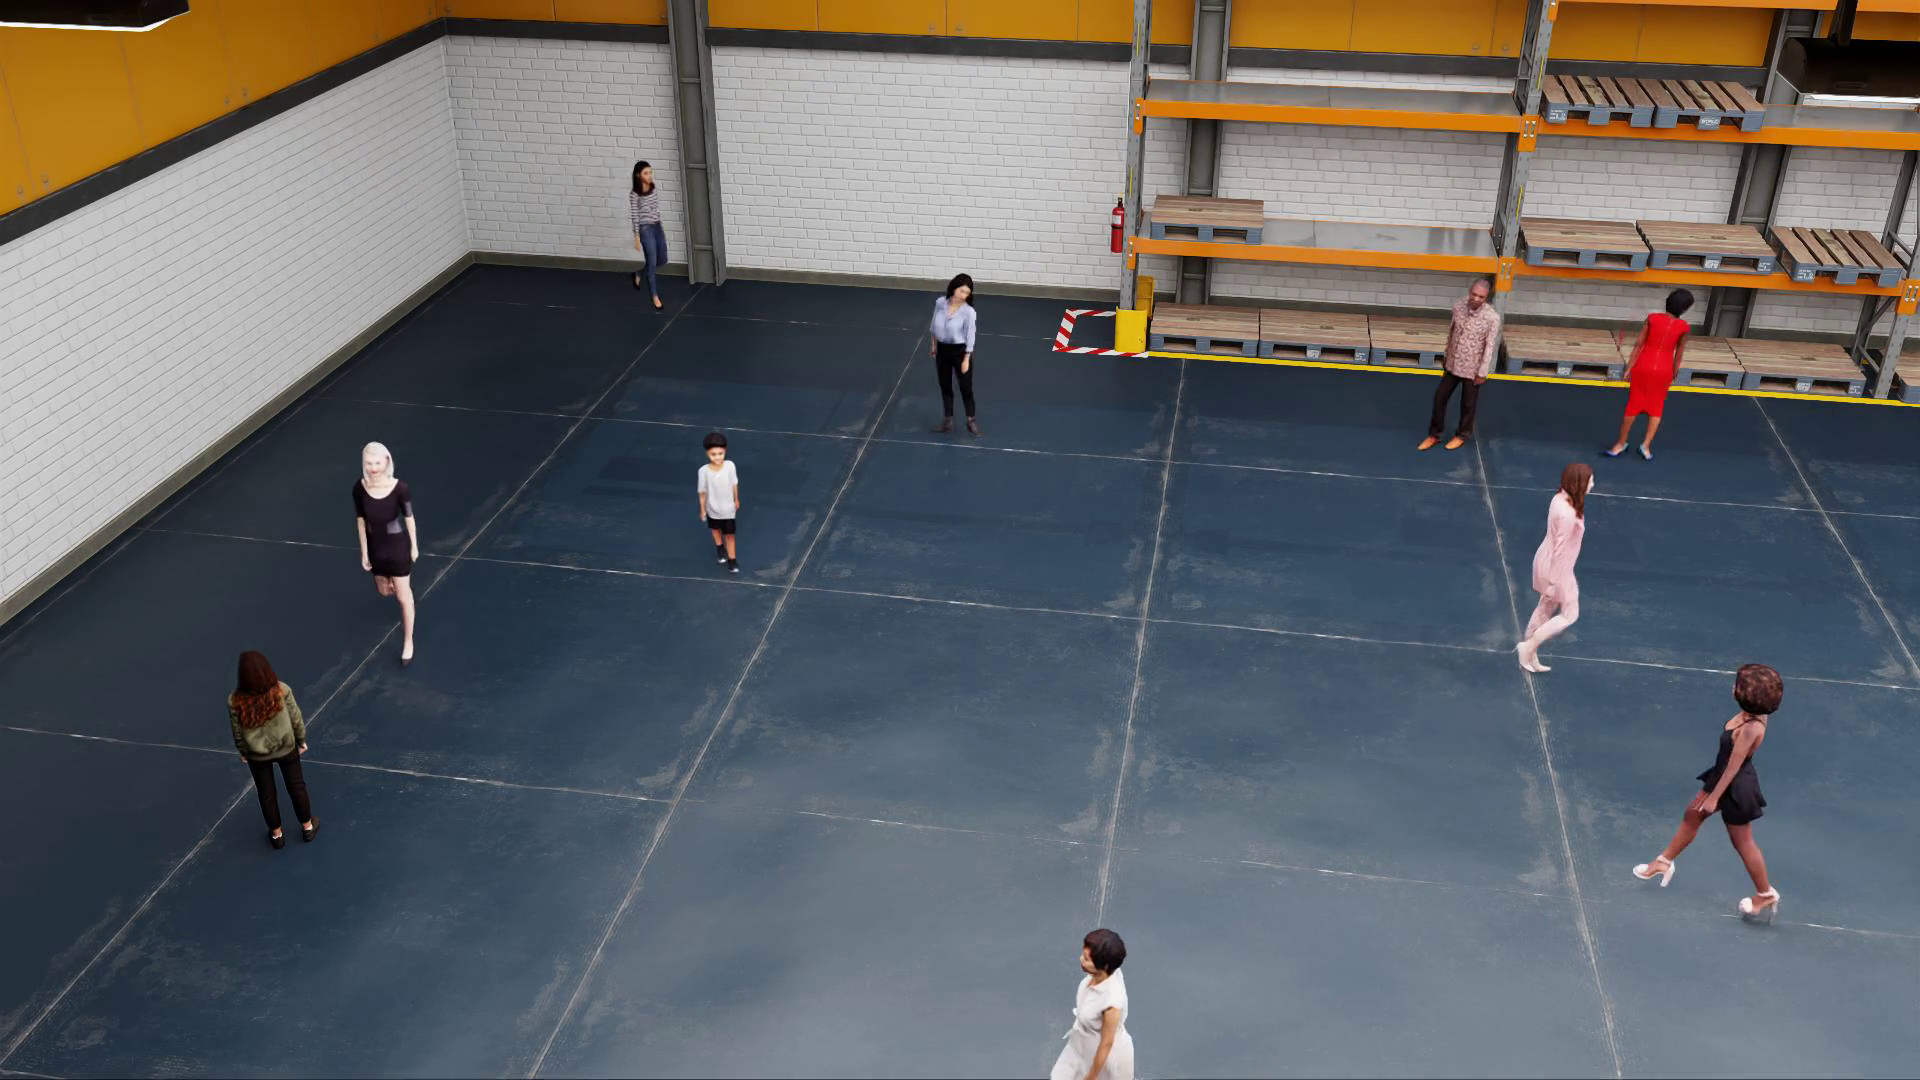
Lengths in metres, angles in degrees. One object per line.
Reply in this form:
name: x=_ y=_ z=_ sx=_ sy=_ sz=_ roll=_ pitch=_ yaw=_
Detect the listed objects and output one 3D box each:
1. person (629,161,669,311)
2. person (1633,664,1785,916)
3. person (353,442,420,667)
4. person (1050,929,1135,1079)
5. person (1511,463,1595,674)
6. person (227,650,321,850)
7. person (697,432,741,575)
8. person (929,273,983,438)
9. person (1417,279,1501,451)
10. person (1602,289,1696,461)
person: x=-3.707 y=-3.570 z=19.504 sx=0.861 sy=1.779 sz=0.743 roll=16 pitch=32 yaw=27
person: x=4.789 y=1.572 z=10.113 sx=1.132 sy=1.744 sz=0.776 roll=14 pitch=32 yaw=24
person: x=-4.392 y=0.043 z=12.845 sx=0.985 sy=1.812 sz=0.790 roll=-2 pitch=29 yaw=-3
person: x=0.805 y=2.599 z=8.465 sx=1.041 sy=1.519 sz=0.771 roll=-4 pitch=29 yaw=-8
person: x=4.392 y=0.226 z=12.530 sx=0.638 sy=1.792 sz=0.620 roll=4 pitch=29 yaw=7
person: x=-4.470 y=1.350 z=10.800 sx=0.613 sy=1.476 sz=0.717 roll=-11 pitch=30 yaw=-19
person: x=-2.061 y=-0.351 z=14.173 sx=0.841 sy=1.232 sz=0.760 roll=-6 pitch=29 yaw=-12
person: x=-0.097 y=-1.833 z=16.374 sx=0.859 sy=1.725 sz=0.701 roll=-22 pitch=35 yaw=-34
person: x=4.945 y=-1.709 z=16.089 sx=0.998 sy=1.782 sz=0.939 roll=-22 pitch=36 yaw=-35
person: x=6.556 y=-1.571 z=15.896 sx=0.526 sy=1.724 sz=0.799 roll=4 pitch=29 yaw=8
